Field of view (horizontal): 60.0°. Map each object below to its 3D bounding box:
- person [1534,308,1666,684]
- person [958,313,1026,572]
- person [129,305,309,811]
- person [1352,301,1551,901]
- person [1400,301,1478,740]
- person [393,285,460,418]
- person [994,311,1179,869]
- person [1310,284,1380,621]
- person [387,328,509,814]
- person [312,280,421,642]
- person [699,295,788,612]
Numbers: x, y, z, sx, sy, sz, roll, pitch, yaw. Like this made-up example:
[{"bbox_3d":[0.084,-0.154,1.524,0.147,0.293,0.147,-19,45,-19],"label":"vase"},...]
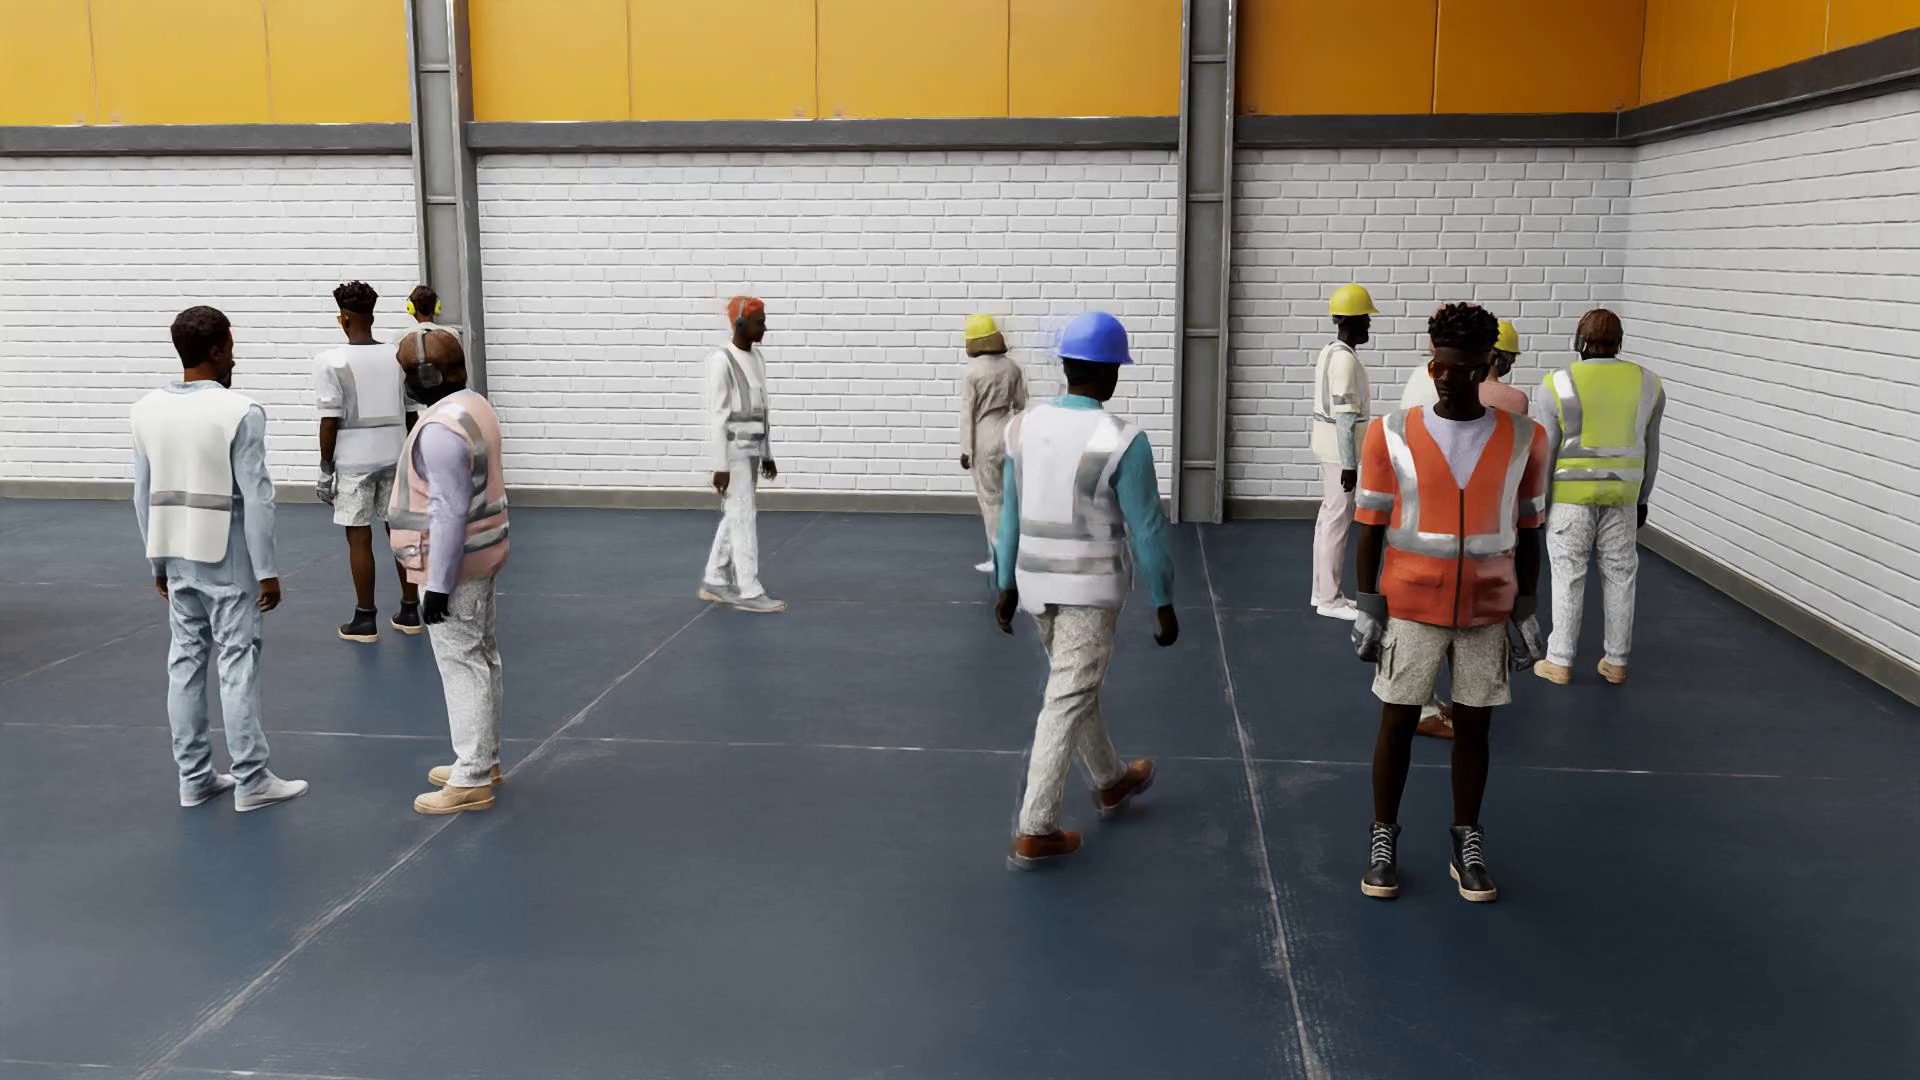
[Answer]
[{"bbox_3d":[3.089,-0.205,8.157,0.623,1.845,0.430,0,10,0],"label":"person"},{"bbox_3d":[0.230,-0.624,10.915,0.542,1.712,0.442,-8,13,-38],"label":"person"},{"bbox_3d":[-2.848,0.079,6.309,0.590,1.919,0.396,3,10,18],"label":"person"},{"bbox_3d":[1.589,0.211,5.421,0.612,1.962,0.364,1,10,6],"label":"person"},{"bbox_3d":[2.126,-0.091,7.324,0.402,1.905,0.653,2,10,12],"label":"person"},{"bbox_3d":[-3.972,-0.973,12.479,0.510,1.870,0.328,-6,12,-30],"label":"person"},{"bbox_3d":[0.511,0.160,5.874,0.941,1.903,0.654,-9,13,-42],"label":"person"},{"bbox_3d":[2.224,-0.508,9.633,0.361,1.928,0.594,1,10,6],"label":"person"},{"bbox_3d":[-1.942,0.117,6.338,0.430,1.837,0.619,-1,10,-5],"label":"person"},{"bbox_3d":[-3.224,-0.428,9.078,0.367,1.962,0.613,9,13,41],"label":"person"},{"bbox_3d":[-1.322,-0.505,9.900,0.739,1.876,0.607,3,10,15],"label":"person"}]
